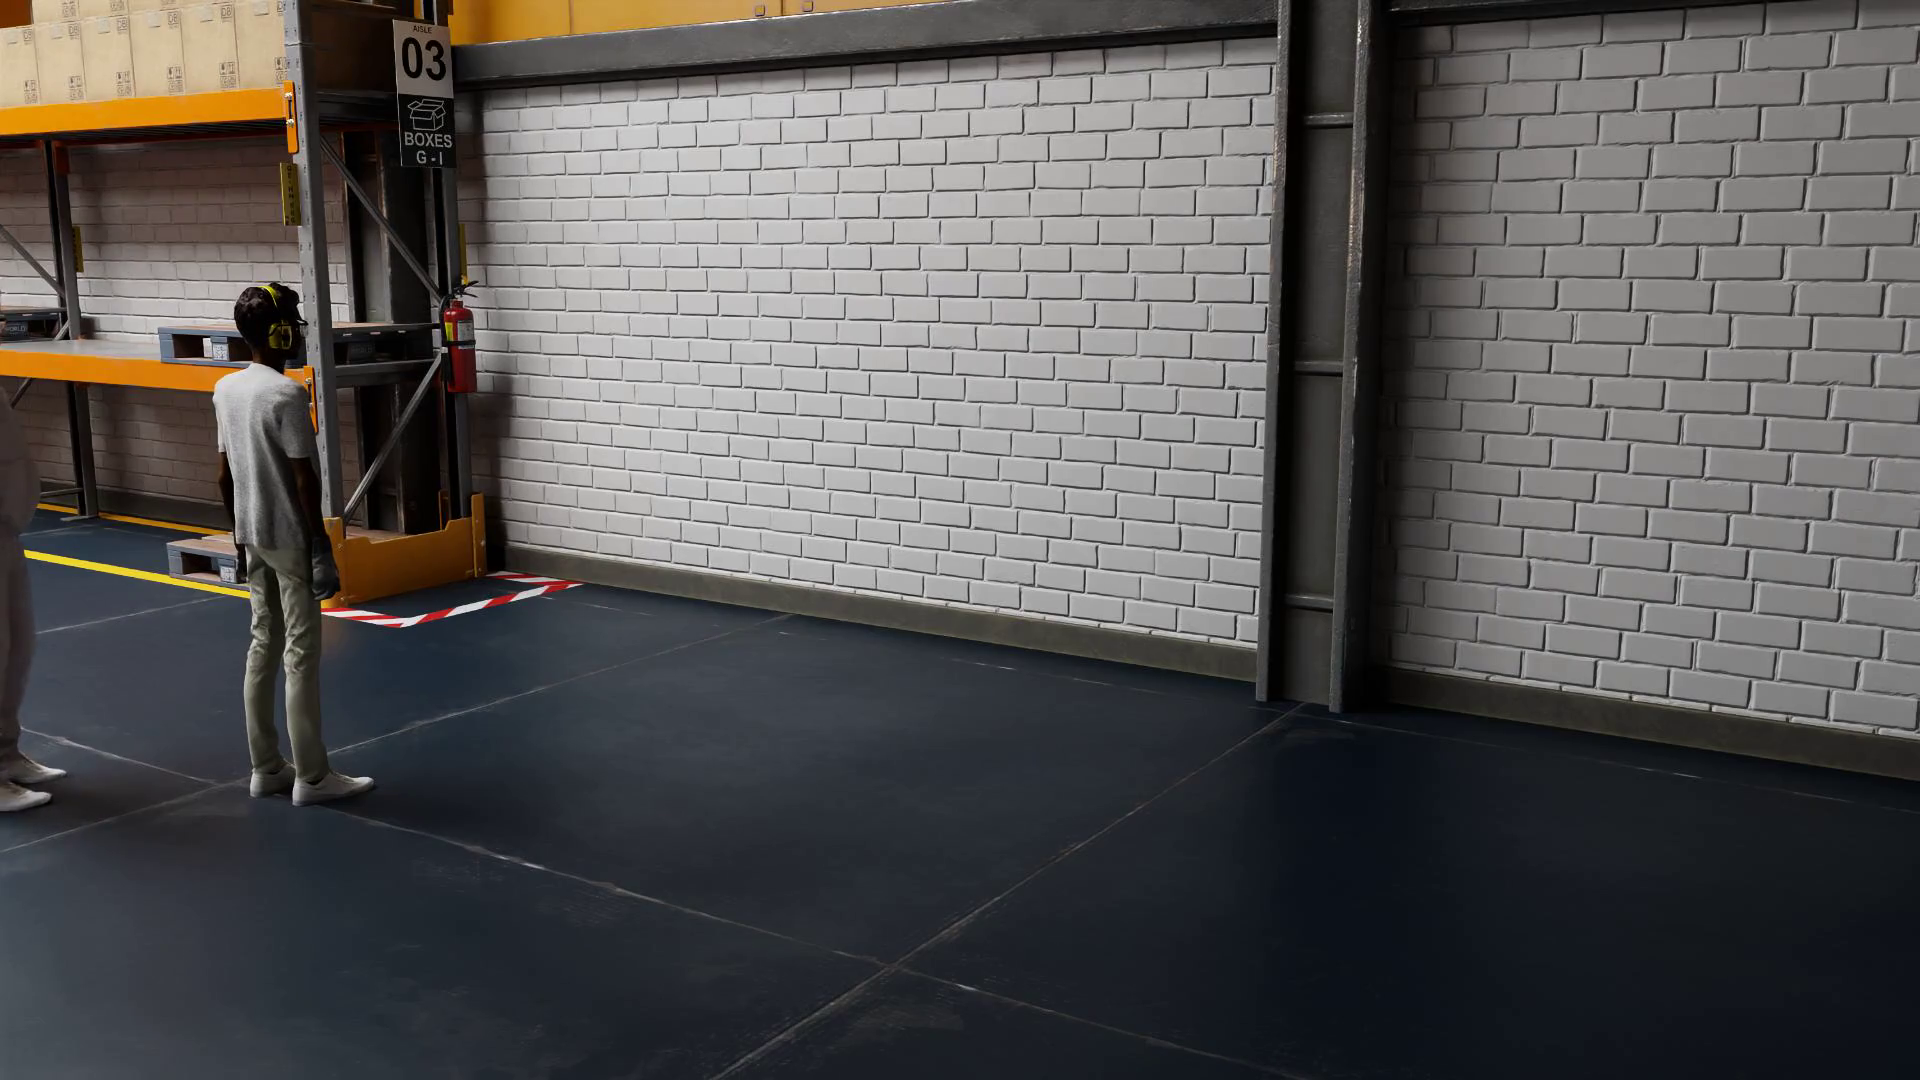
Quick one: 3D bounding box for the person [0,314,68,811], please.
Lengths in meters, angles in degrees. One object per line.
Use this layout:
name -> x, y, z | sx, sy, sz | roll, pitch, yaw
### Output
person -> -3.473, 0.028, 5.905 | 0.399, 1.897, 0.652 | -3, 11, -18

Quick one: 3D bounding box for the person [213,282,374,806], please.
person -> -2.433, 0.023, 5.990 | 0.518, 1.868, 0.328 | 6, 12, 31
